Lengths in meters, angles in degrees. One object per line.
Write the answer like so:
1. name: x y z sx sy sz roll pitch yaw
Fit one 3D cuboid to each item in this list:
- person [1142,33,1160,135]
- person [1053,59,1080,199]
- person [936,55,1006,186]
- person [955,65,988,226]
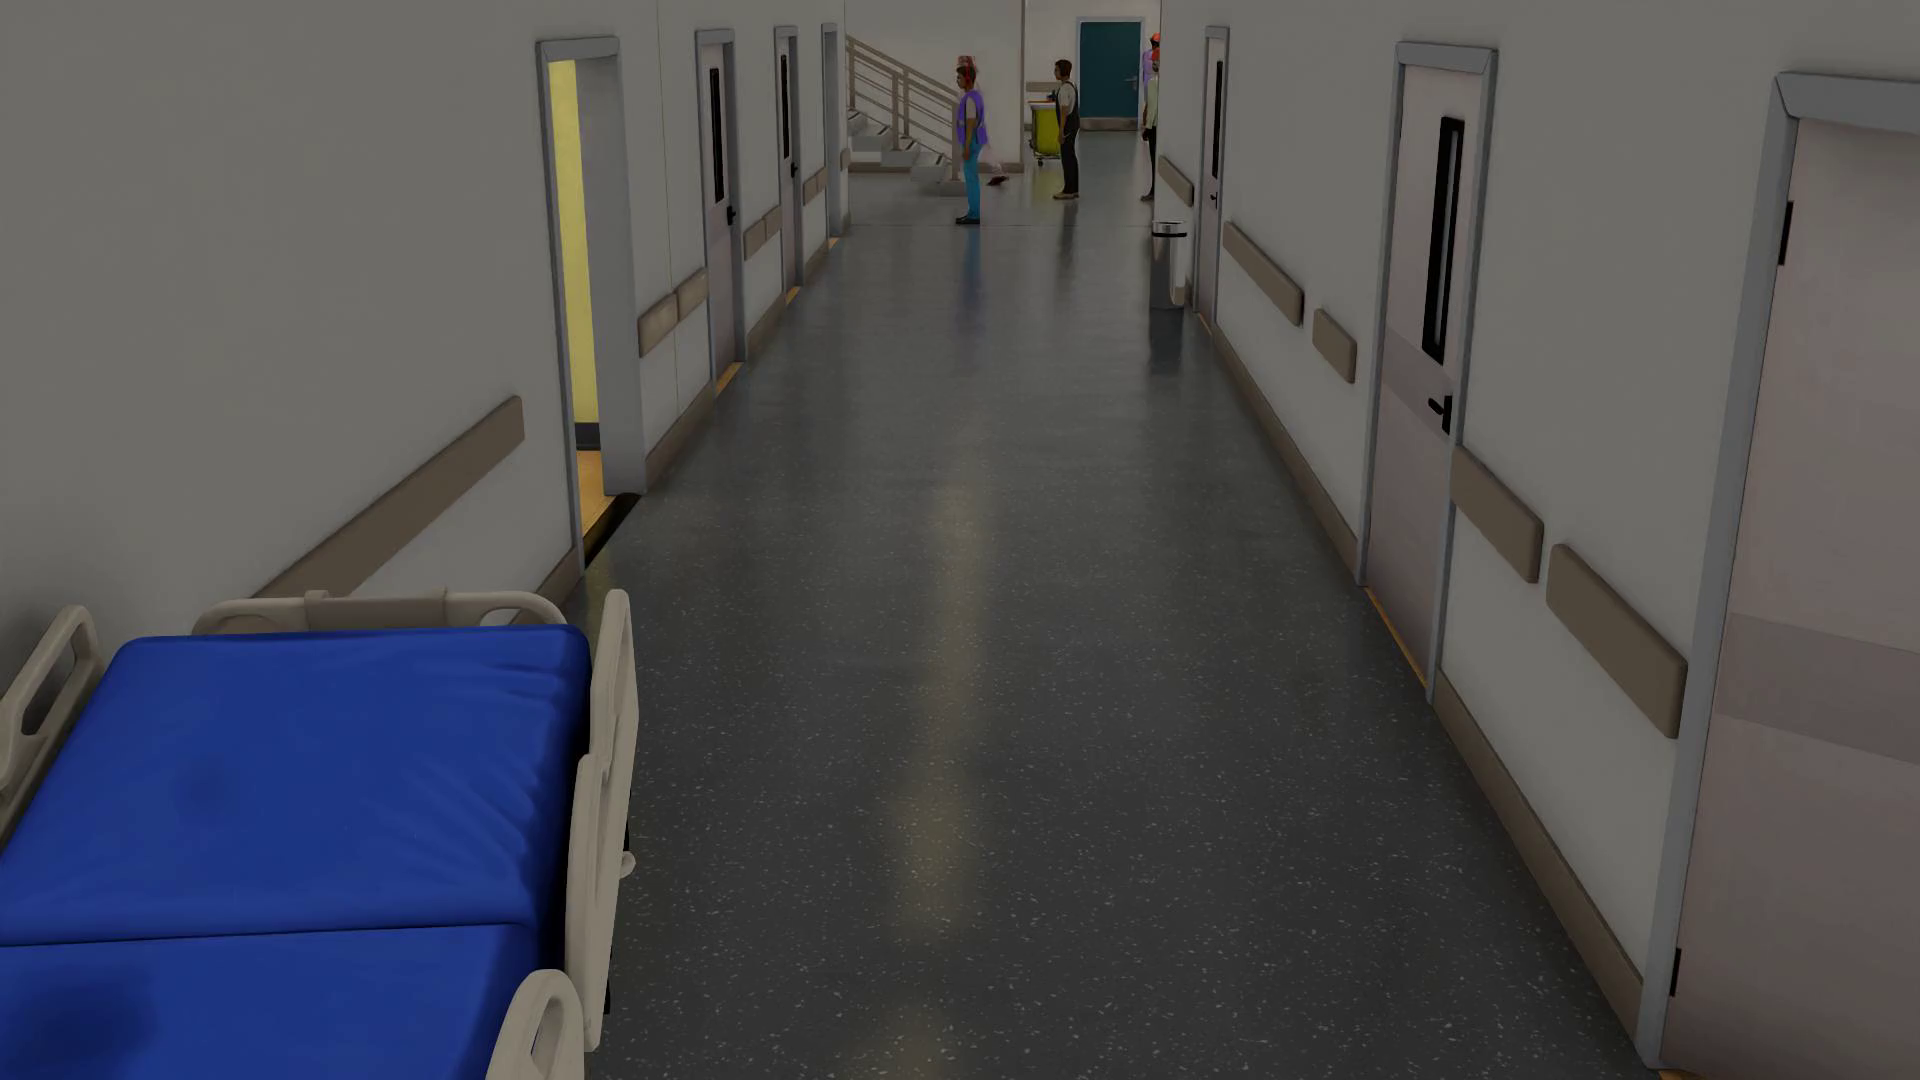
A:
1. person: 3.936 -9.220 33.701 0.409 2.028 0.612 -11 21 -31
2. person: 1.423 -5.515 22.364 0.359 1.836 0.505 5 18 16
3. person: 0.196 -6.056 24.062 1.008 1.850 0.740 0 18 0
4. person: 0.133 -4.679 19.741 0.390 1.837 0.560 1 18 2
